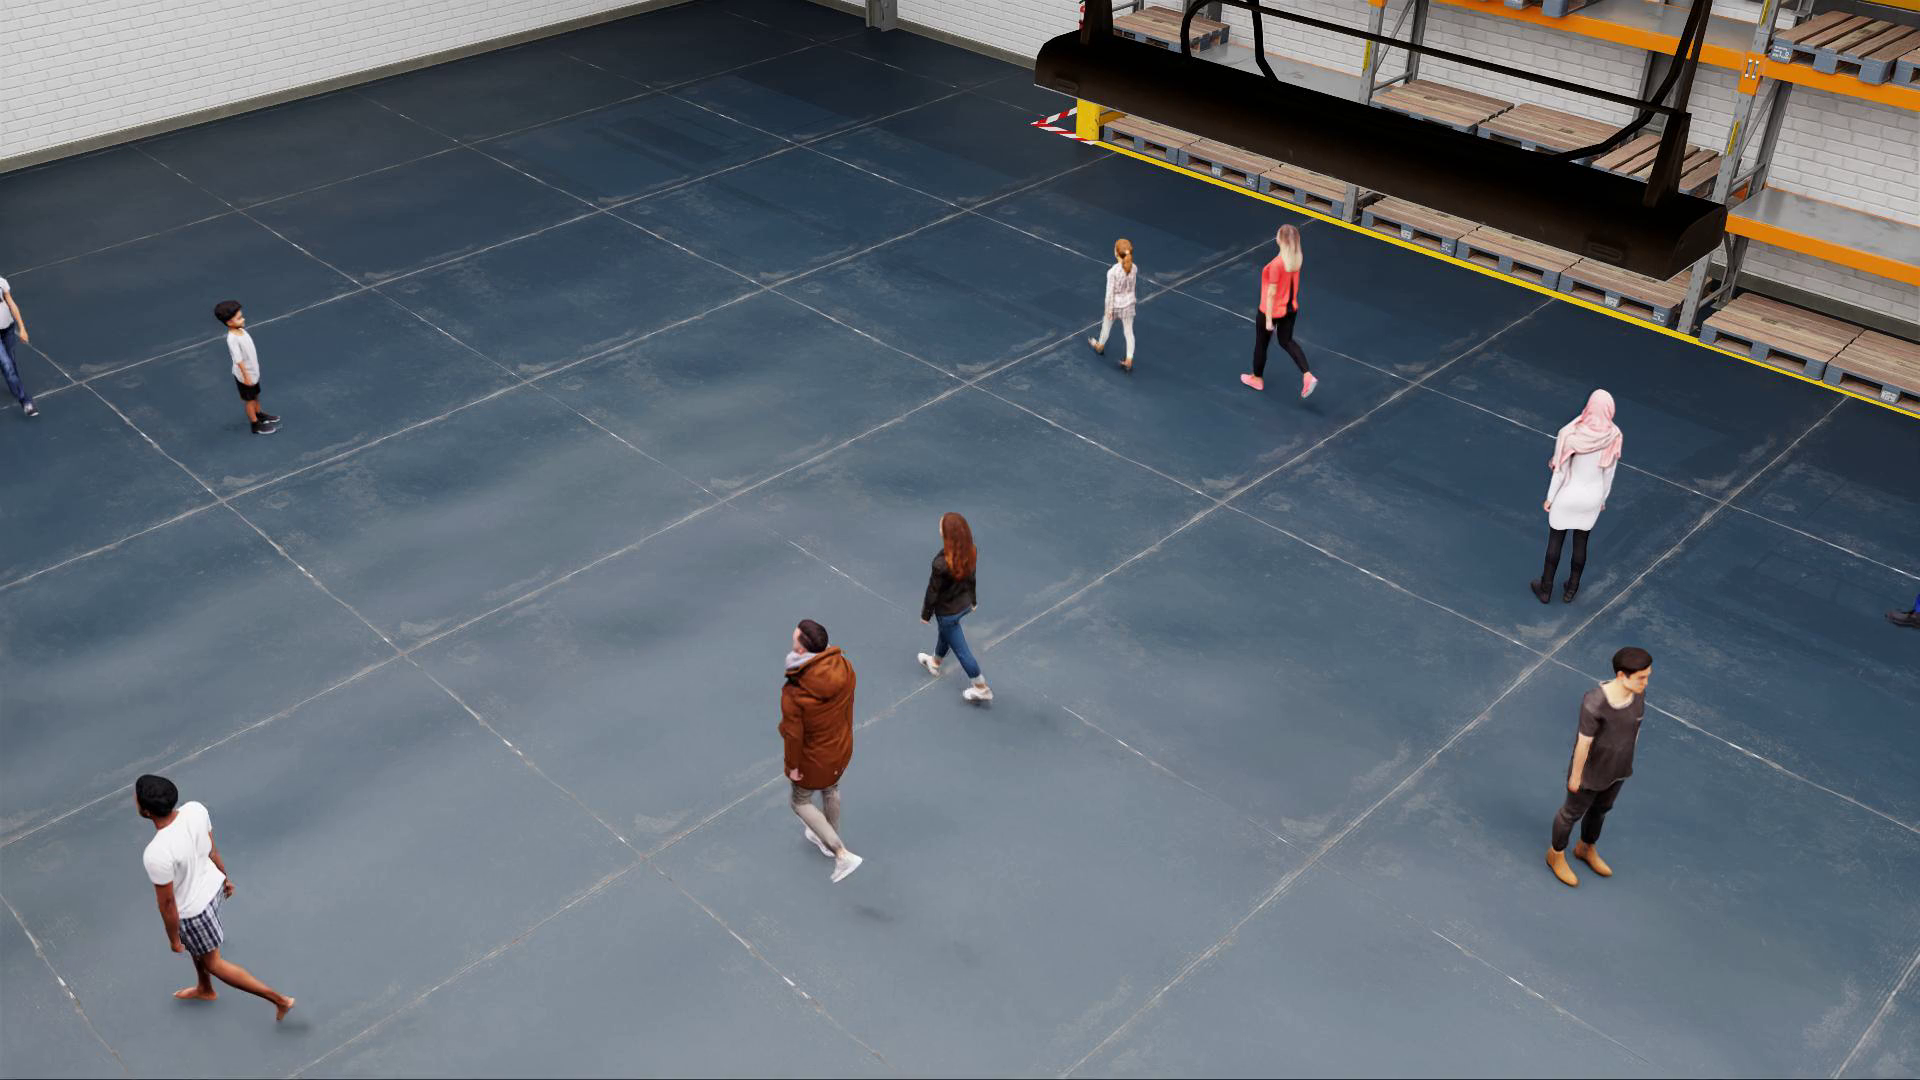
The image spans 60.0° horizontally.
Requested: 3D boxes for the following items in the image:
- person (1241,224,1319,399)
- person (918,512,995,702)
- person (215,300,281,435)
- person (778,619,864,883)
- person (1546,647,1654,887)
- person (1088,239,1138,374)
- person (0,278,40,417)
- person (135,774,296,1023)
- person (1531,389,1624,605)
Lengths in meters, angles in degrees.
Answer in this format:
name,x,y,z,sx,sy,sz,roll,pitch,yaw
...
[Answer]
name,x,y,z,sx,sy,sz,roll,pitch,yaw
person,2.976,-2.048,15.125,0.667,1.676,1.055,-25,41,-33
person,0.005,0.492,11.507,0.987,1.450,0.647,23,40,31
person,-6.355,-1.540,14.737,0.641,1.259,0.570,-4,34,-6
person,-0.785,1.290,9.970,0.864,1.823,0.701,28,43,35
person,3.838,1.325,10.015,0.696,1.714,0.691,-14,36,-20
person,1.557,-2.186,15.689,0.702,1.282,0.921,-16,37,-23
person,-8.745,-1.922,15.086,0.533,1.510,1.100,-27,42,-34
person,-4.085,1.984,9.035,1.157,1.702,1.023,5,34,7
person,4.608,-0.315,12.401,0.729,1.804,0.796,1,34,2
